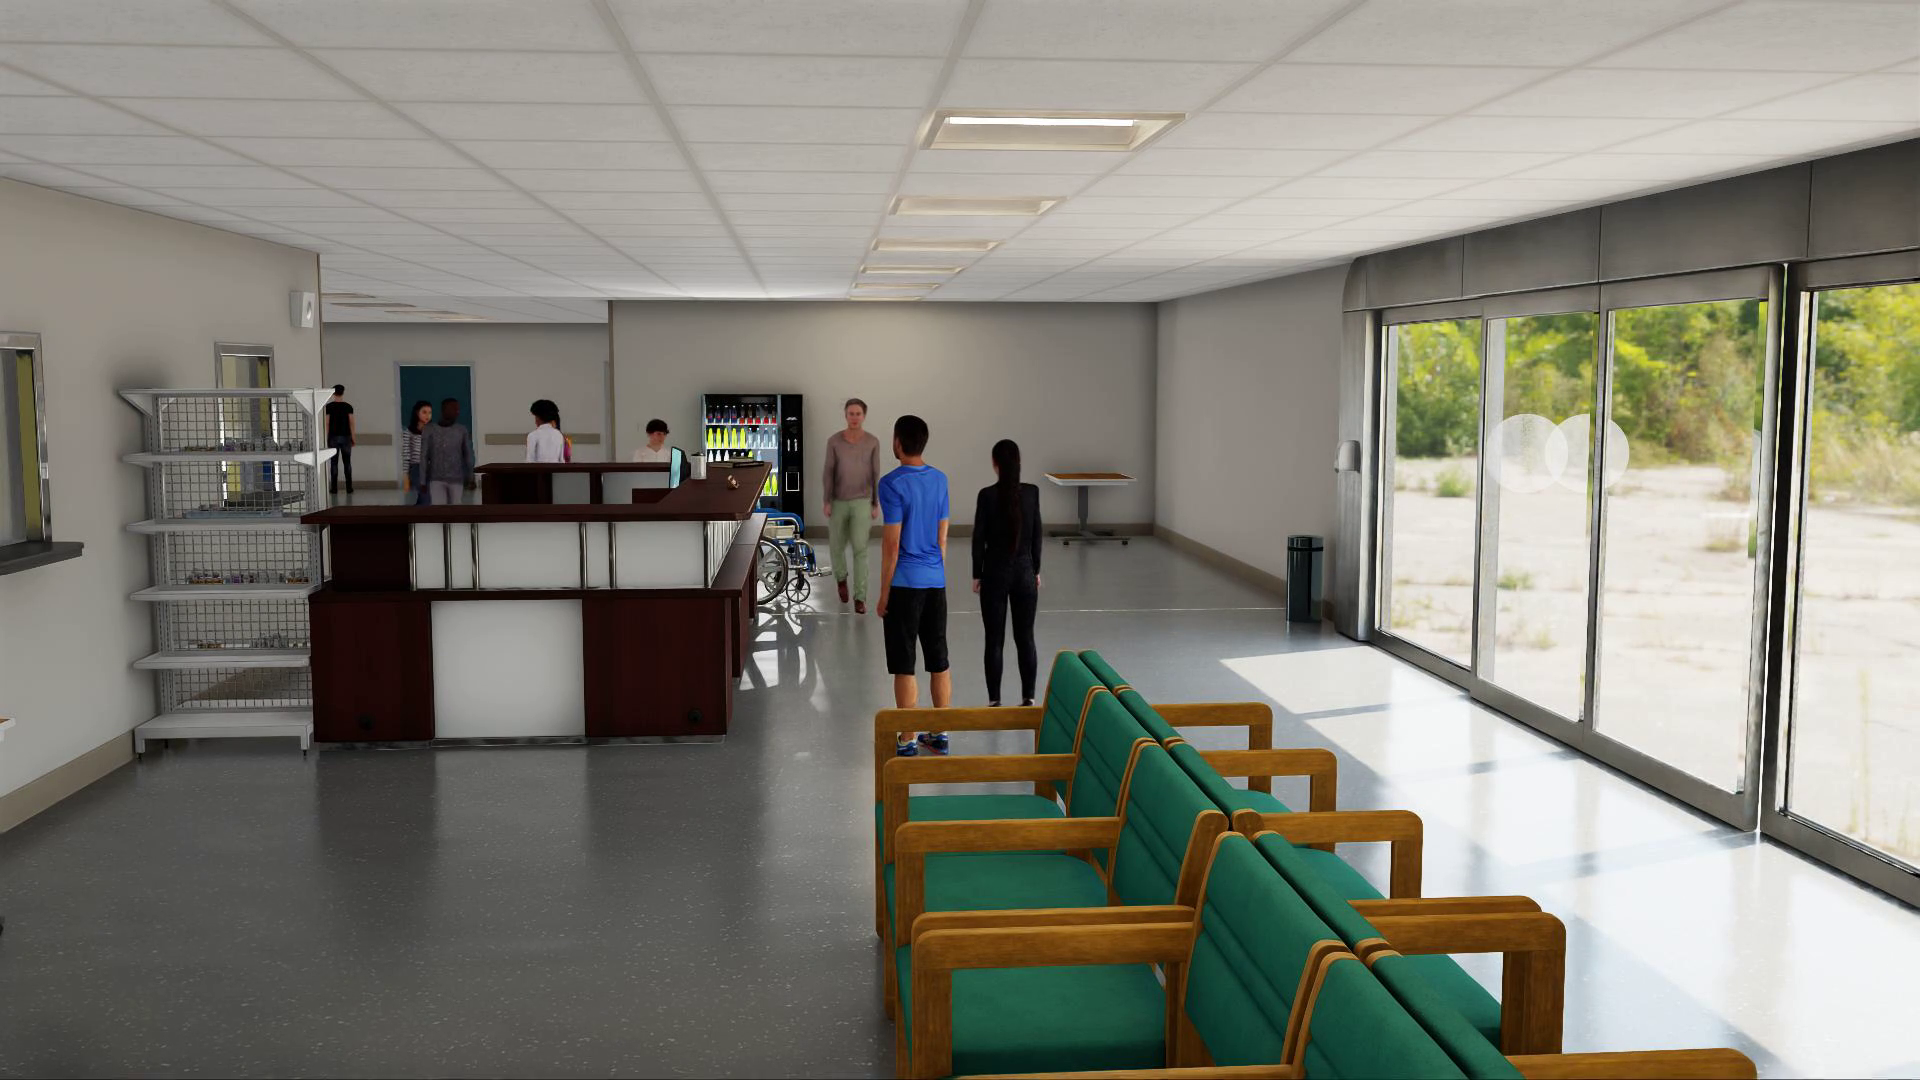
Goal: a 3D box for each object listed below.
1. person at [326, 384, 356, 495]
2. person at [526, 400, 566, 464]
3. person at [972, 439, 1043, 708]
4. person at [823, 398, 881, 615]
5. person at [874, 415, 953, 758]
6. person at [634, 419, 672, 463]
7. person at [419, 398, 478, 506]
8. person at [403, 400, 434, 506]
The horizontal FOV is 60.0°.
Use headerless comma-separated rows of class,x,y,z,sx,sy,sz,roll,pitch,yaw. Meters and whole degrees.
person,-10.809,-1.765,28.977,0.636,1.894,0.791,-3,7,-29
person,-4.460,-0.618,18.138,1.173,1.782,1.082,4,7,35
person,0.296,0.251,9.843,0.475,1.712,0.667,-1,6,-15
person,-0.958,-0.291,14.561,1.057,1.847,0.716,0,6,-5
person,-0.238,0.254,9.037,0.682,1.869,0.769,-5,7,-39
person,-3.035,-0.363,16.239,0.940,1.655,0.874,-3,6,-24
person,-5.546,-0.599,17.902,1.196,1.790,1.103,-4,7,-31
person,-6.063,-0.650,18.707,1.172,1.731,1.153,-6,8,-45
